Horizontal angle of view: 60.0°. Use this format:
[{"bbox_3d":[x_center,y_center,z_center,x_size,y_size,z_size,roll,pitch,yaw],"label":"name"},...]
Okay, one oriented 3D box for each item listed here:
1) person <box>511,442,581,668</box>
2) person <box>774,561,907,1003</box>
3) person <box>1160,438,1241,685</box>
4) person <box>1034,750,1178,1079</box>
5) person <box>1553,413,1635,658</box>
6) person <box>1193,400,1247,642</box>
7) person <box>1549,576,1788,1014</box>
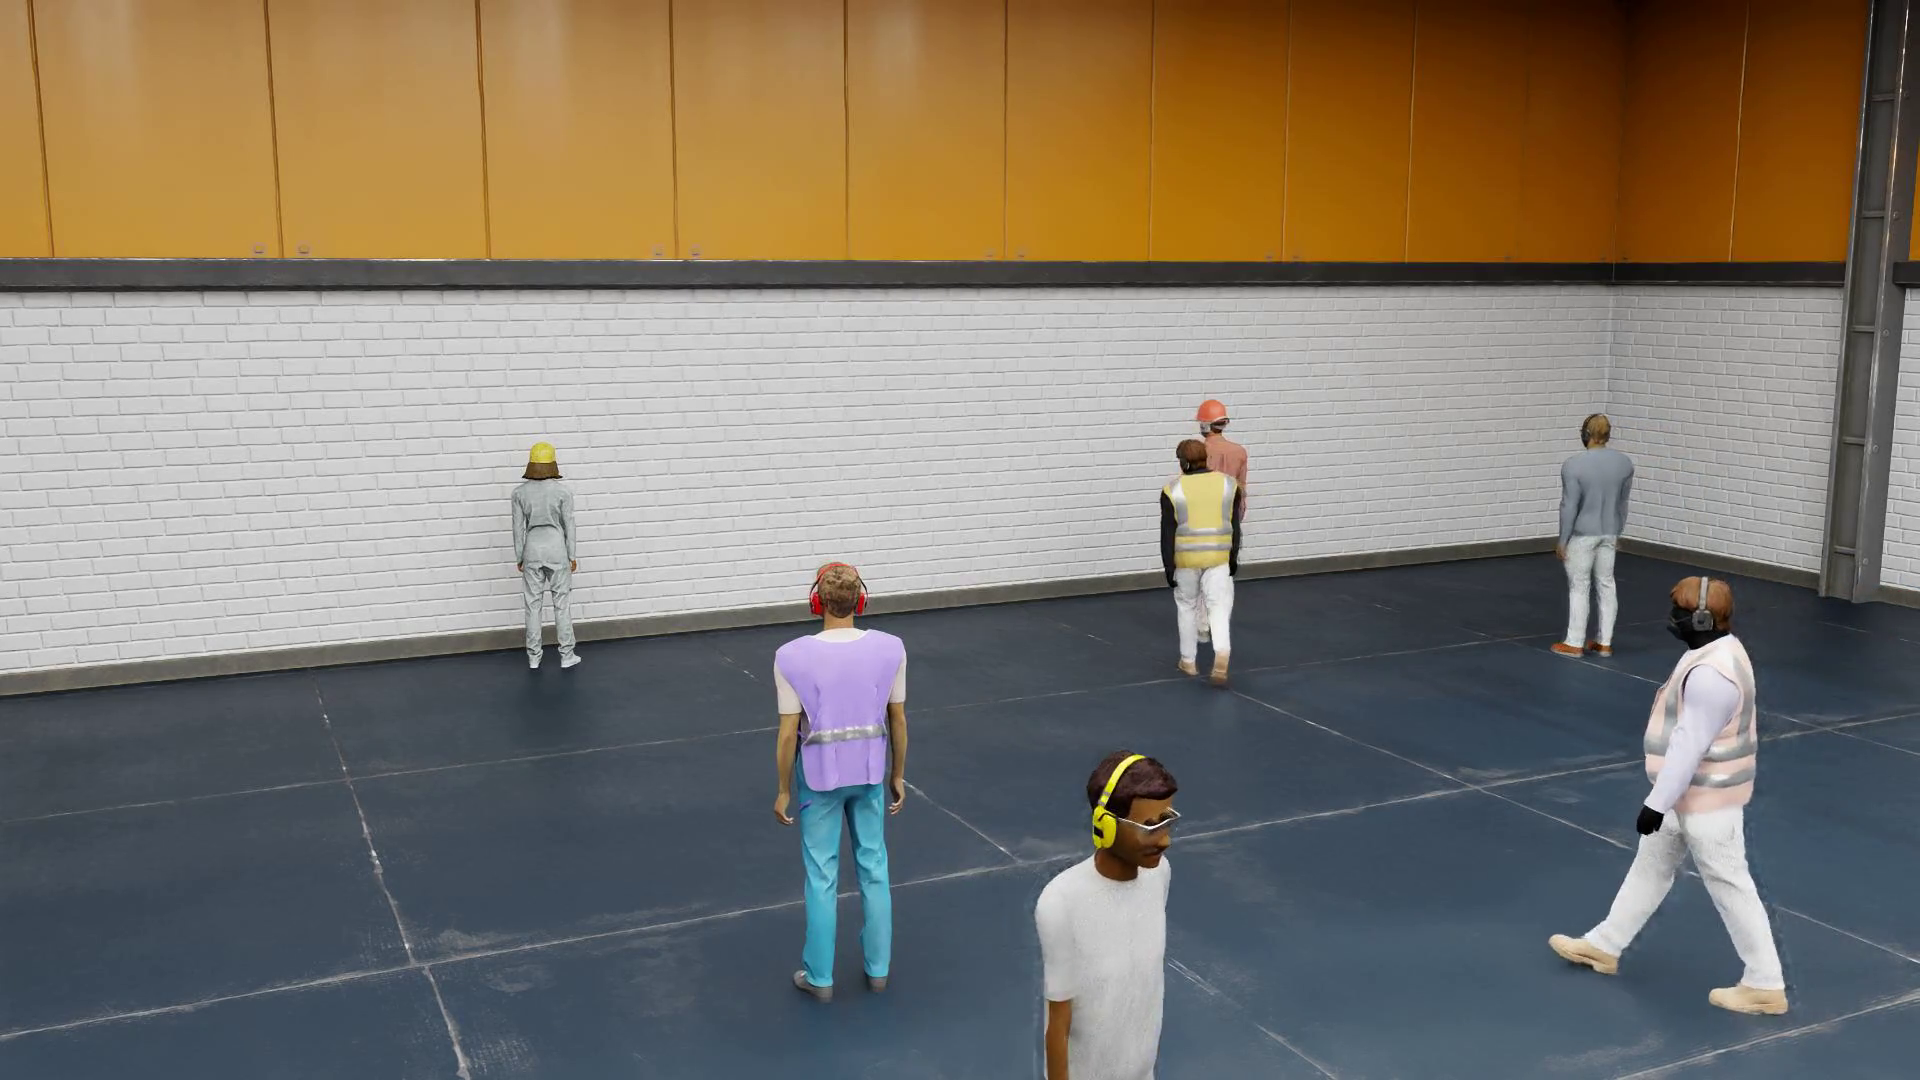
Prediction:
[{"bbox_3d":[-3.174,0.118,12.762,0.484,1.744,0.295,0,9,-2],"label":"person"},{"bbox_3d":[-0.489,1.008,6.915,0.570,1.844,0.379,-4,10,-22],"label":"person"},{"bbox_3d":[1.788,0.161,12.300,0.636,1.815,0.811,-1,9,-5],"label":"person"},{"bbox_3d":[0.372,1.433,4.277,0.506,1.848,0.413,-8,12,-39],"label":"person"},{"bbox_3d":[4.971,-0.030,13.080,0.637,1.938,0.354,-3,10,-17],"label":"person"},{"bbox_3d":[2.069,-0.154,13.685,0.659,1.989,0.389,-5,10,-27],"label":"person"},{"bbox_3d":[3.018,1.038,6.912,0.950,1.795,0.638,4,10,22],"label":"person"}]
